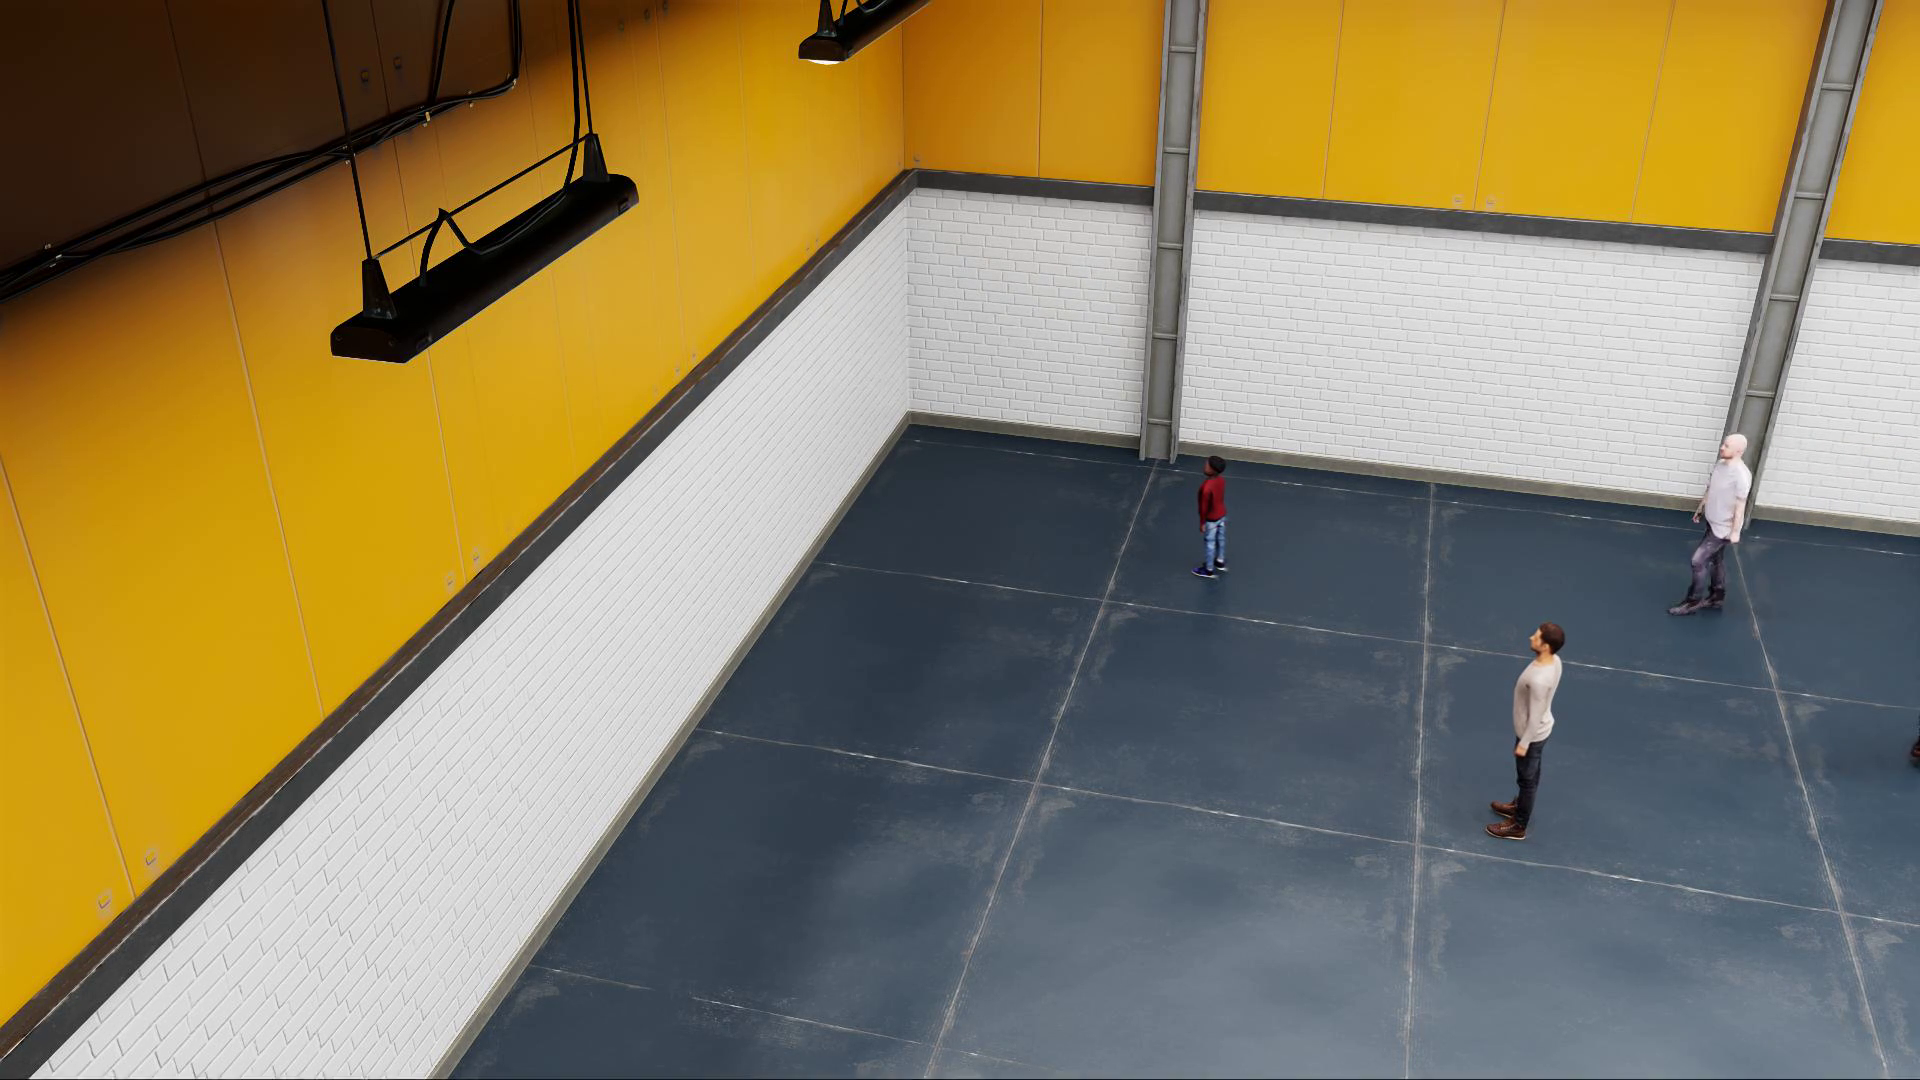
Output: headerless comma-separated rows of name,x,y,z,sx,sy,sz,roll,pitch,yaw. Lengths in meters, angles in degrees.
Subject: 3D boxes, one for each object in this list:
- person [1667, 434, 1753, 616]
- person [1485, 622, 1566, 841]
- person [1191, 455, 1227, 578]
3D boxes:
person,7.143,-0.128,15.407,0.877,1.812,0.786,2,29,3
person,4.306,1.428,12.497,0.634,1.868,0.694,13,31,23
person,2.473,-0.245,16.208,0.596,1.250,0.578,22,35,34
